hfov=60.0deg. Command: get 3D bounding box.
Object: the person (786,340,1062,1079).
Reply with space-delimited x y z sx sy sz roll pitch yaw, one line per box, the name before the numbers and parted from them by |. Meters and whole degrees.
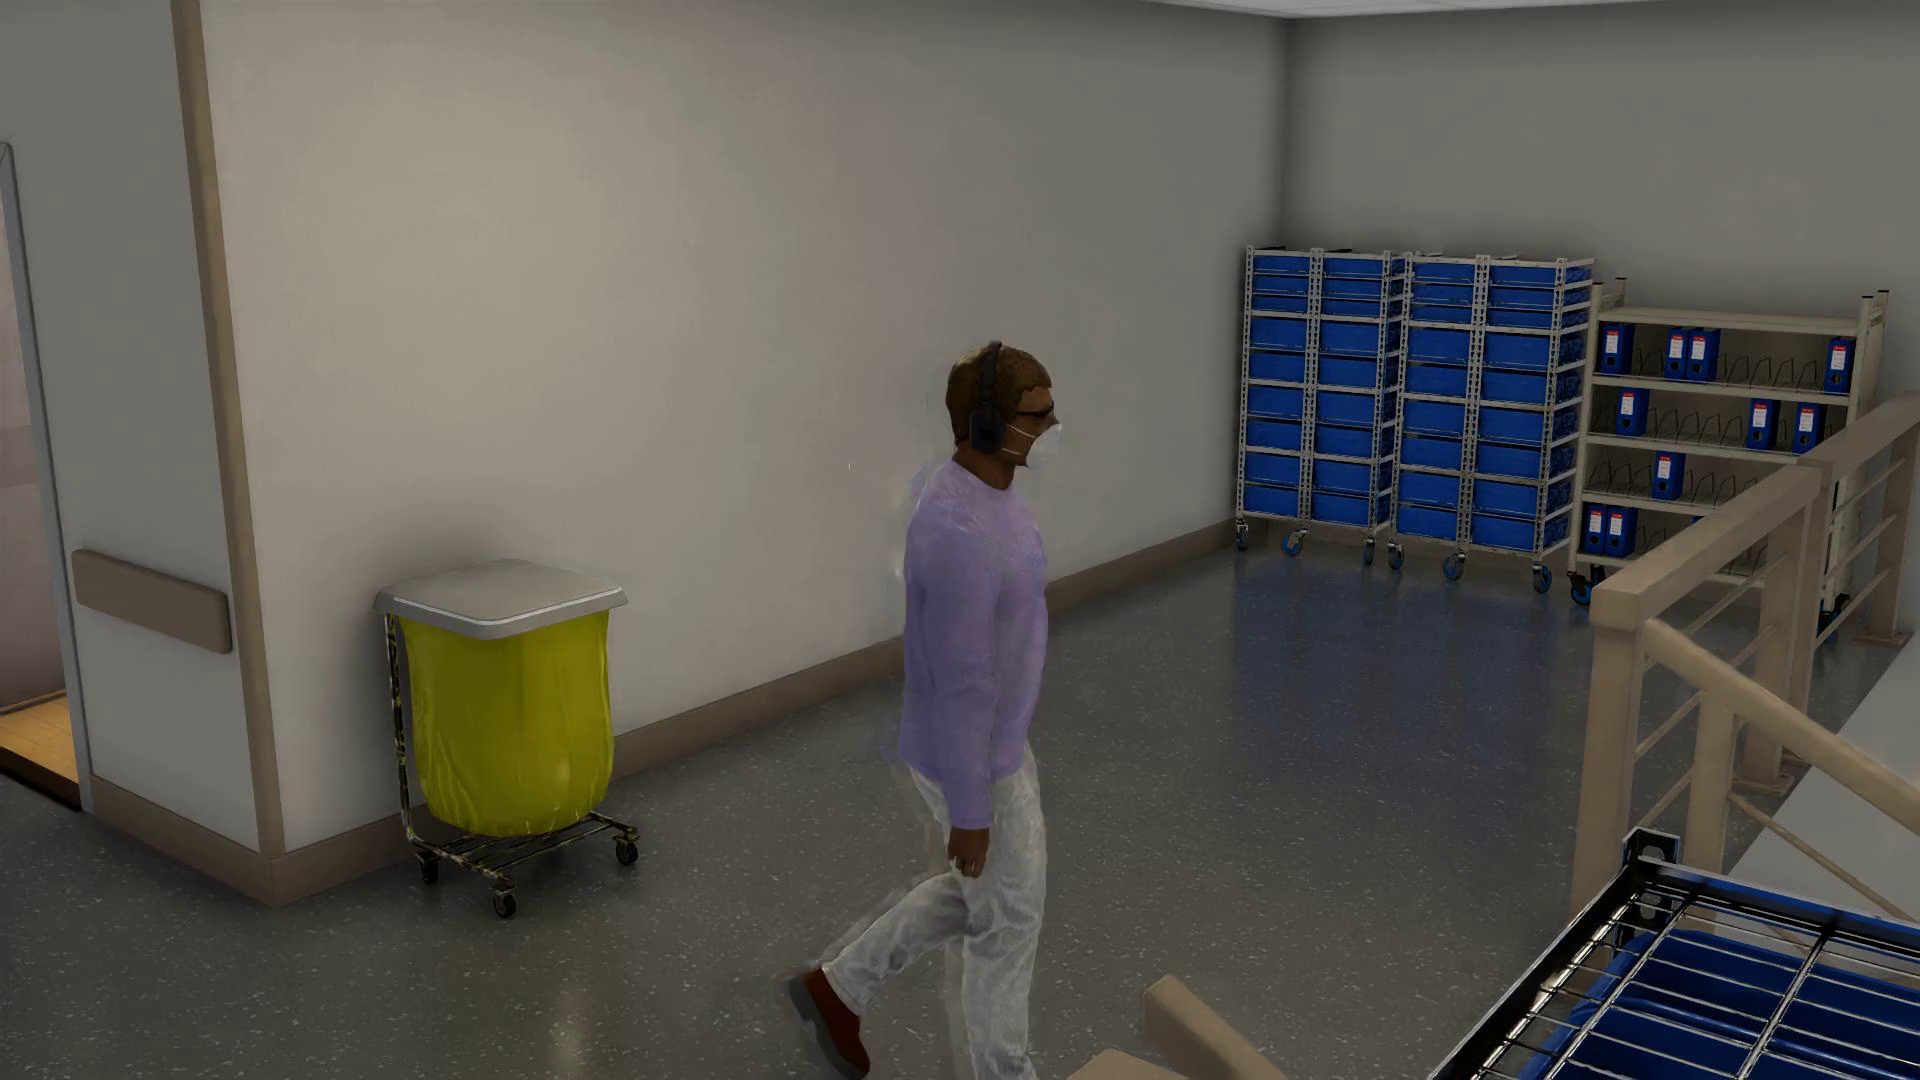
person | -0.033 0.496 3.813 0.701 1.924 0.634 1 14 4
